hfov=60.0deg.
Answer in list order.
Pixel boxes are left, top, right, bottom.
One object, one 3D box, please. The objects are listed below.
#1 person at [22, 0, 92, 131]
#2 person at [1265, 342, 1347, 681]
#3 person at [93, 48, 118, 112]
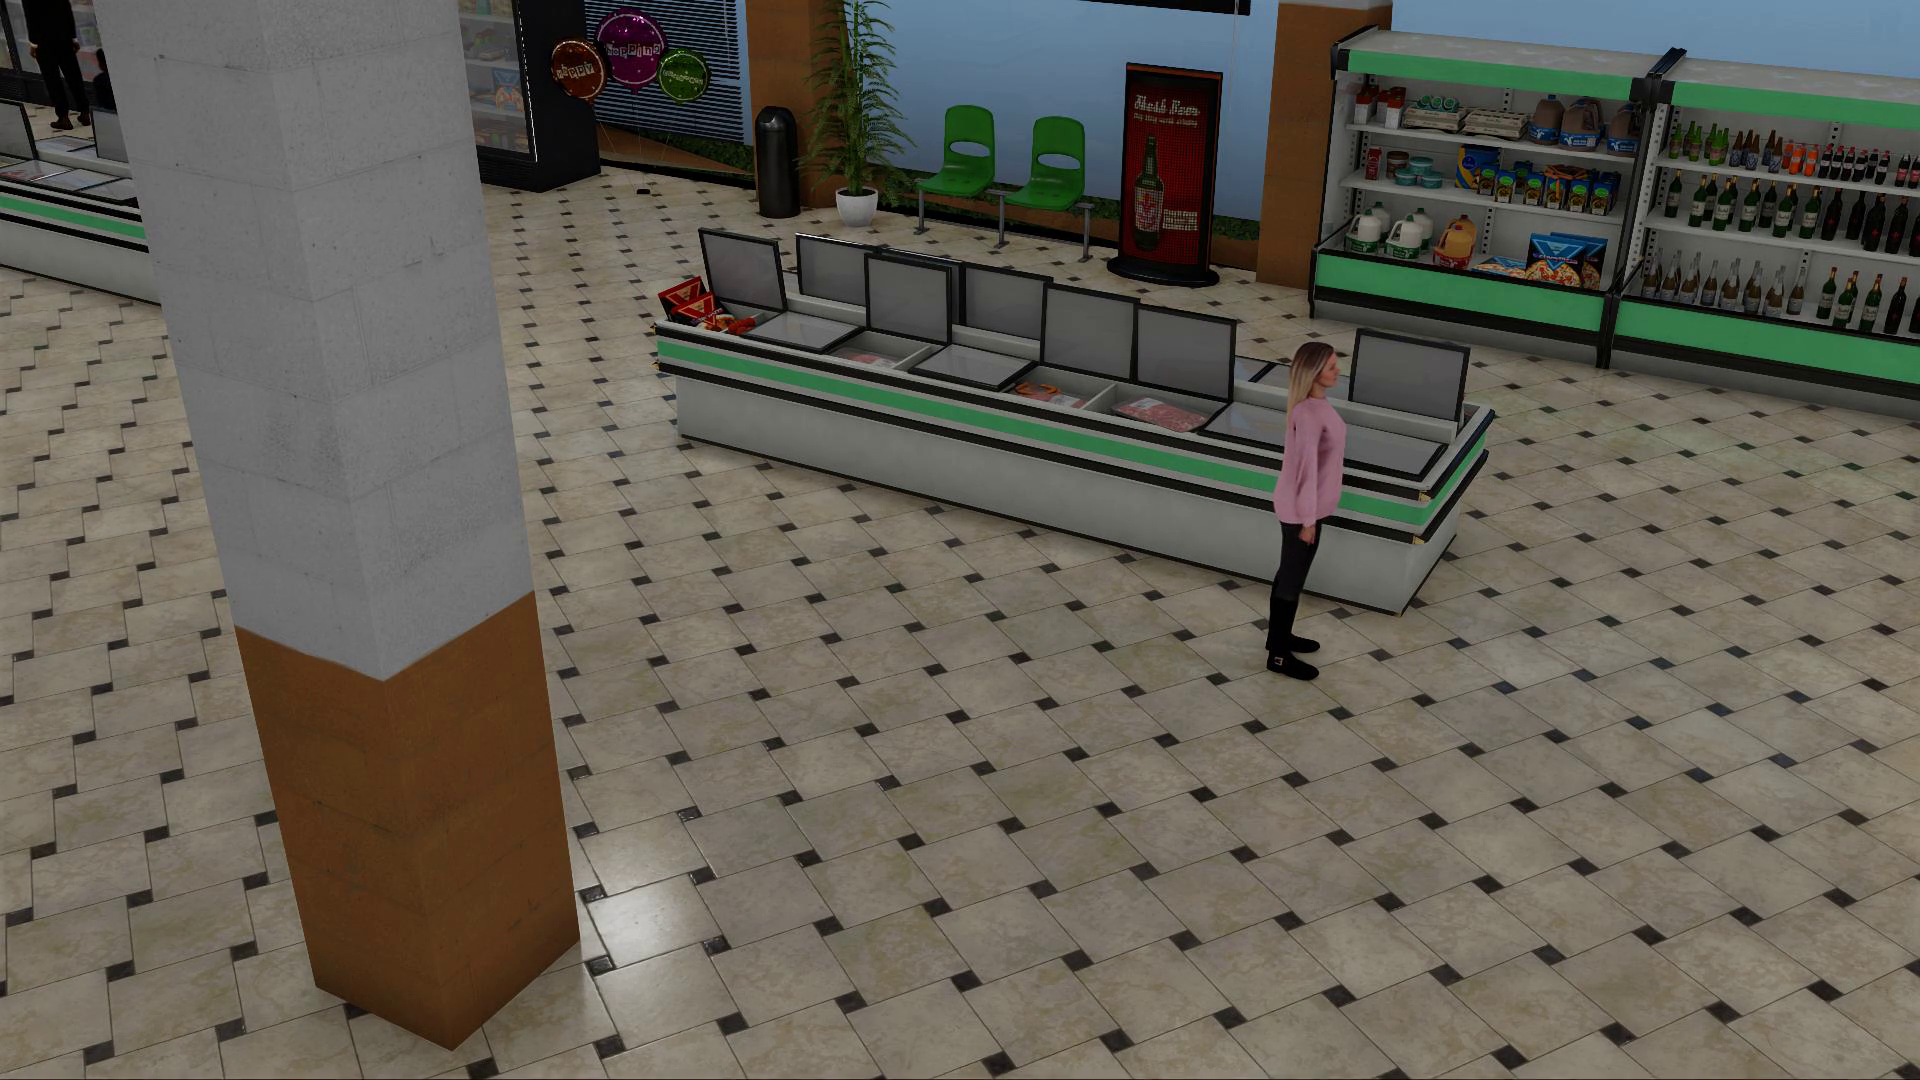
[{"bbox_3d":[-10.006,-5.522,18.344,0.645,1.905,0.709,19,32,33],"label":"person"},{"bbox_3d":[1.636,-0.157,8.005,0.626,1.687,0.653,7,28,13],"label":"person"},{"bbox_3d":[-8.343,-4.223,16.486,0.565,1.269,0.540,21,33,35],"label":"person"}]
